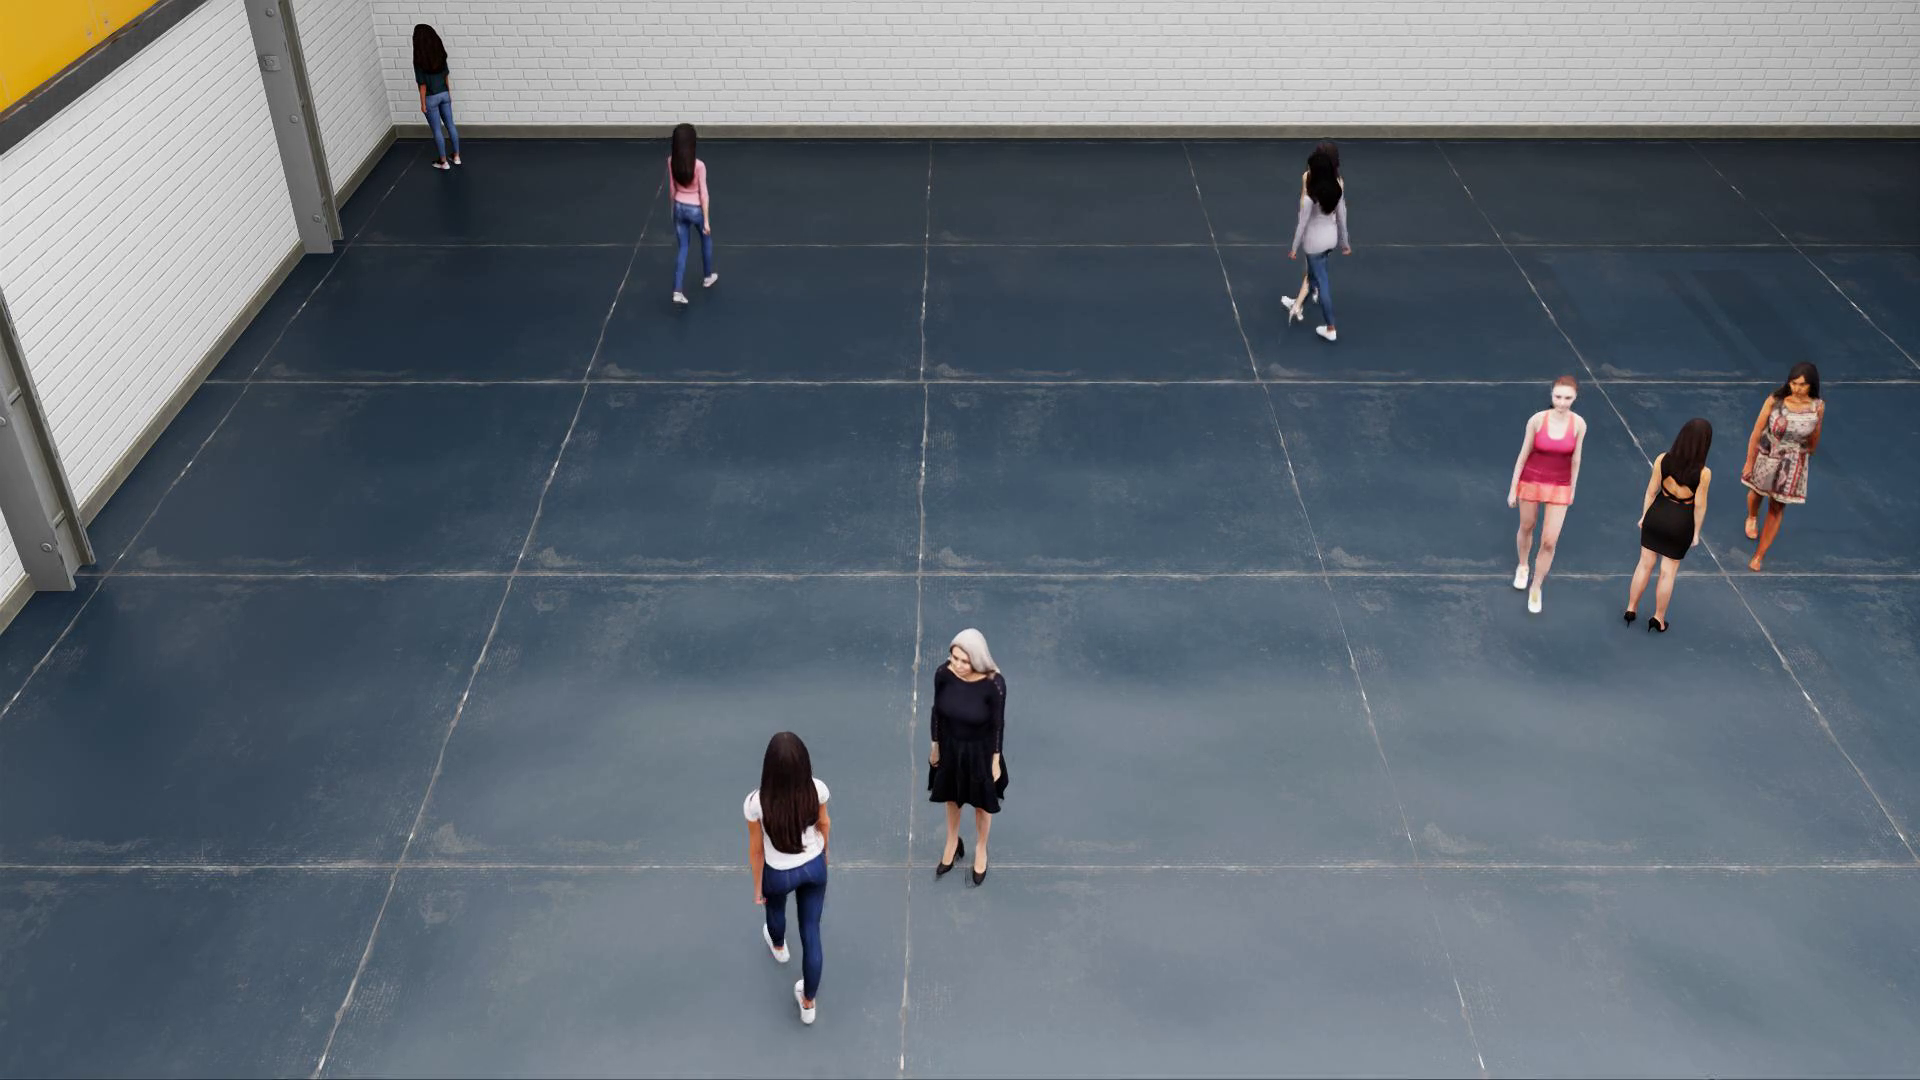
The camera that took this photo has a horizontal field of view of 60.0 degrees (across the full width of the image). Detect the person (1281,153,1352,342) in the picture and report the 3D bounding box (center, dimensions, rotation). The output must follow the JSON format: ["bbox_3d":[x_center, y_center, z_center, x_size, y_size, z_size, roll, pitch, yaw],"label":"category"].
[{"bbox_3d":[3.320,-2.601,15.034,1.029,1.697,1.162,-18,38,-25],"label":"person"}]

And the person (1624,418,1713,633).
[{"bbox_3d":[4.811,-0.084,11.297,0.625,1.643,0.674,27,42,34],"label":"person"}]

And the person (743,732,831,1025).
[{"bbox_3d":[-0.818,1.762,8.428,0.787,1.745,1.013,-10,35,-15],"label":"person"}]

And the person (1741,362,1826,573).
[{"bbox_3d":[5.986,-0.621,12.140,0.921,1.605,1.194,12,36,18],"label":"person"}]

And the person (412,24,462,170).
[{"bbox_3d":[-5.897,-4.992,18.705,0.772,1.616,0.704,26,41,33],"label":"person"}]

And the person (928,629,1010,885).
[{"bbox_3d":[0.044,1.207,9.261,0.677,1.747,0.677,12,35,17],"label":"person"}]

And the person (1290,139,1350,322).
[{"bbox_3d":[3.287,-2.810,15.344,0.929,1.703,0.994,28,42,35],"label":"person"}]

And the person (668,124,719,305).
[{"bbox_3d":[-2.591,-3.045,15.695,0.810,1.706,1.169,9,35,14],"label":"person"}]

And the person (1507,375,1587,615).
[{"bbox_3d":[4.119,-0.407,11.702,0.755,1.733,0.907,12,35,17],"label":"person"}]
